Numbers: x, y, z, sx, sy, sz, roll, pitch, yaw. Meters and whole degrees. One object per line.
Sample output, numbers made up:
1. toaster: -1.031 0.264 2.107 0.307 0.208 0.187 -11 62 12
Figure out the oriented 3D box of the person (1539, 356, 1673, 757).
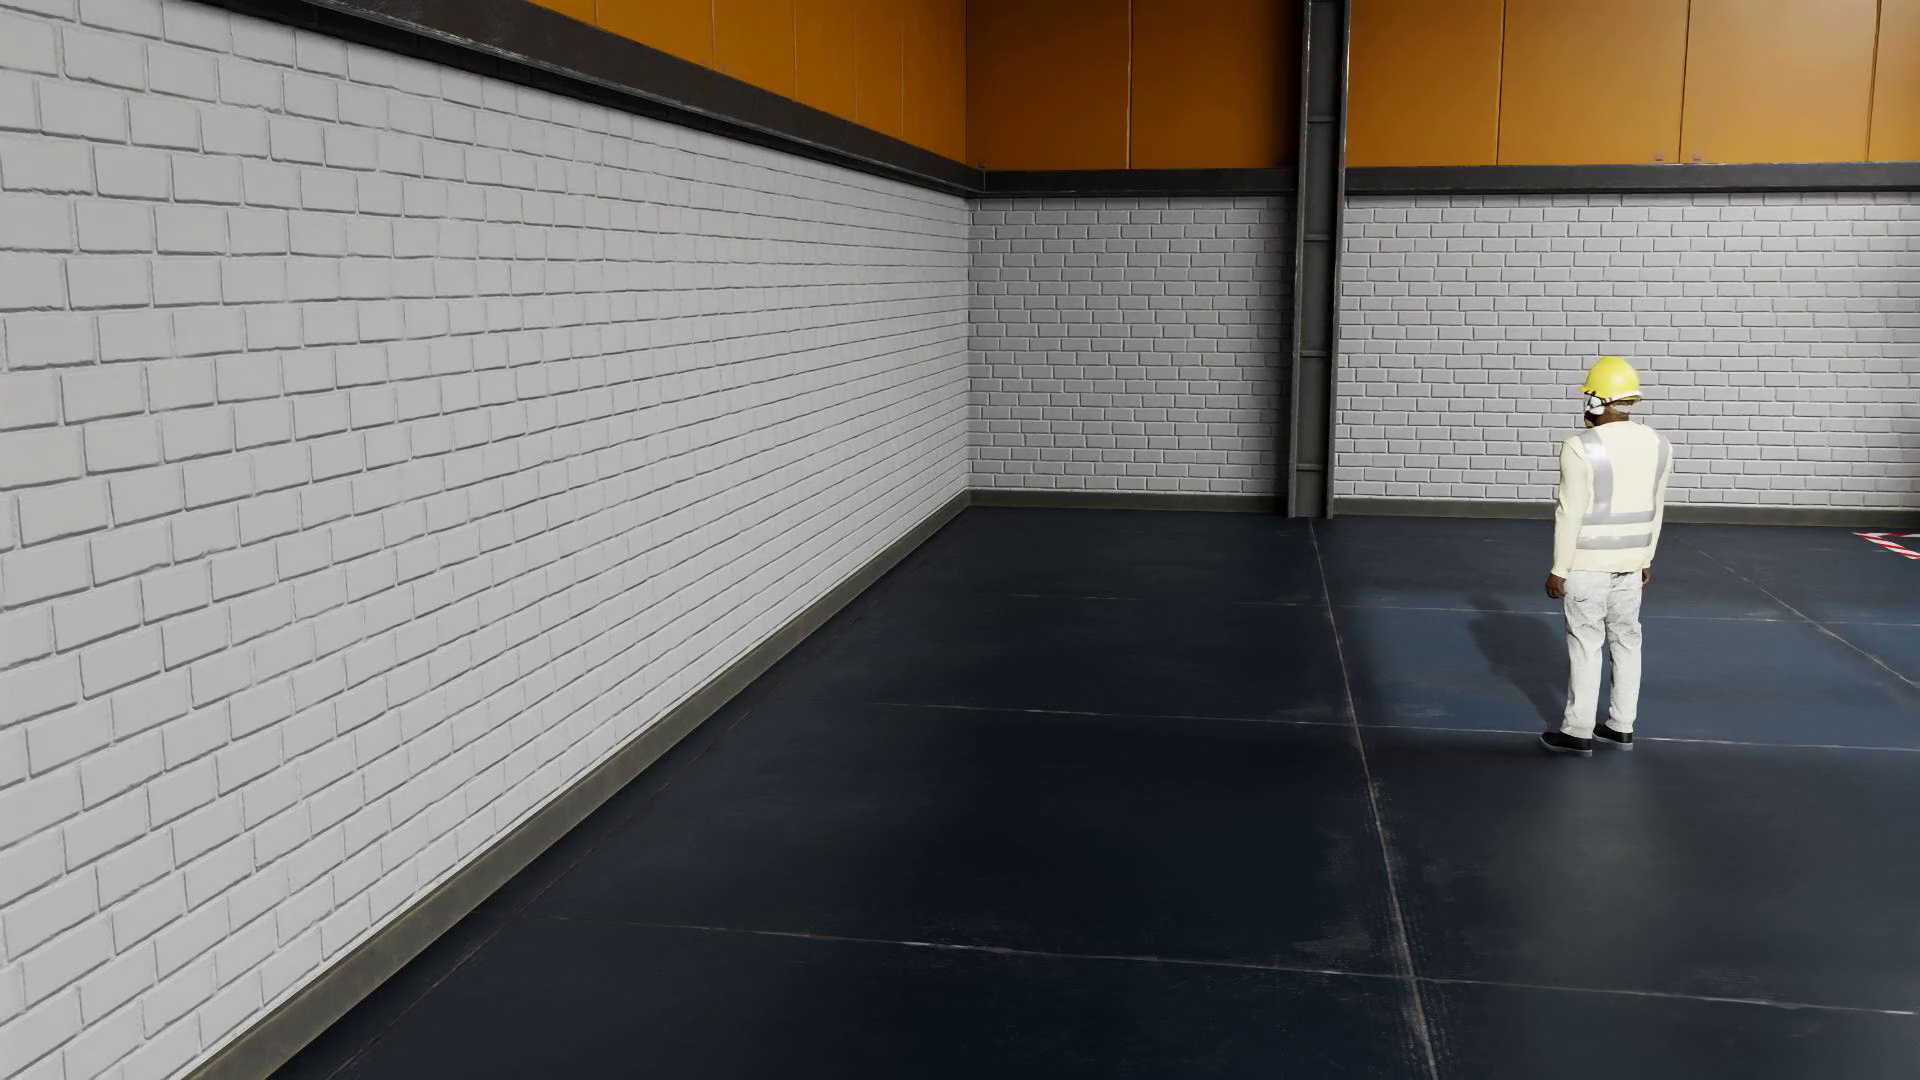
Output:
1. person: 2.939 0.079 7.626 0.590 1.837 0.404 -4 10 -22
